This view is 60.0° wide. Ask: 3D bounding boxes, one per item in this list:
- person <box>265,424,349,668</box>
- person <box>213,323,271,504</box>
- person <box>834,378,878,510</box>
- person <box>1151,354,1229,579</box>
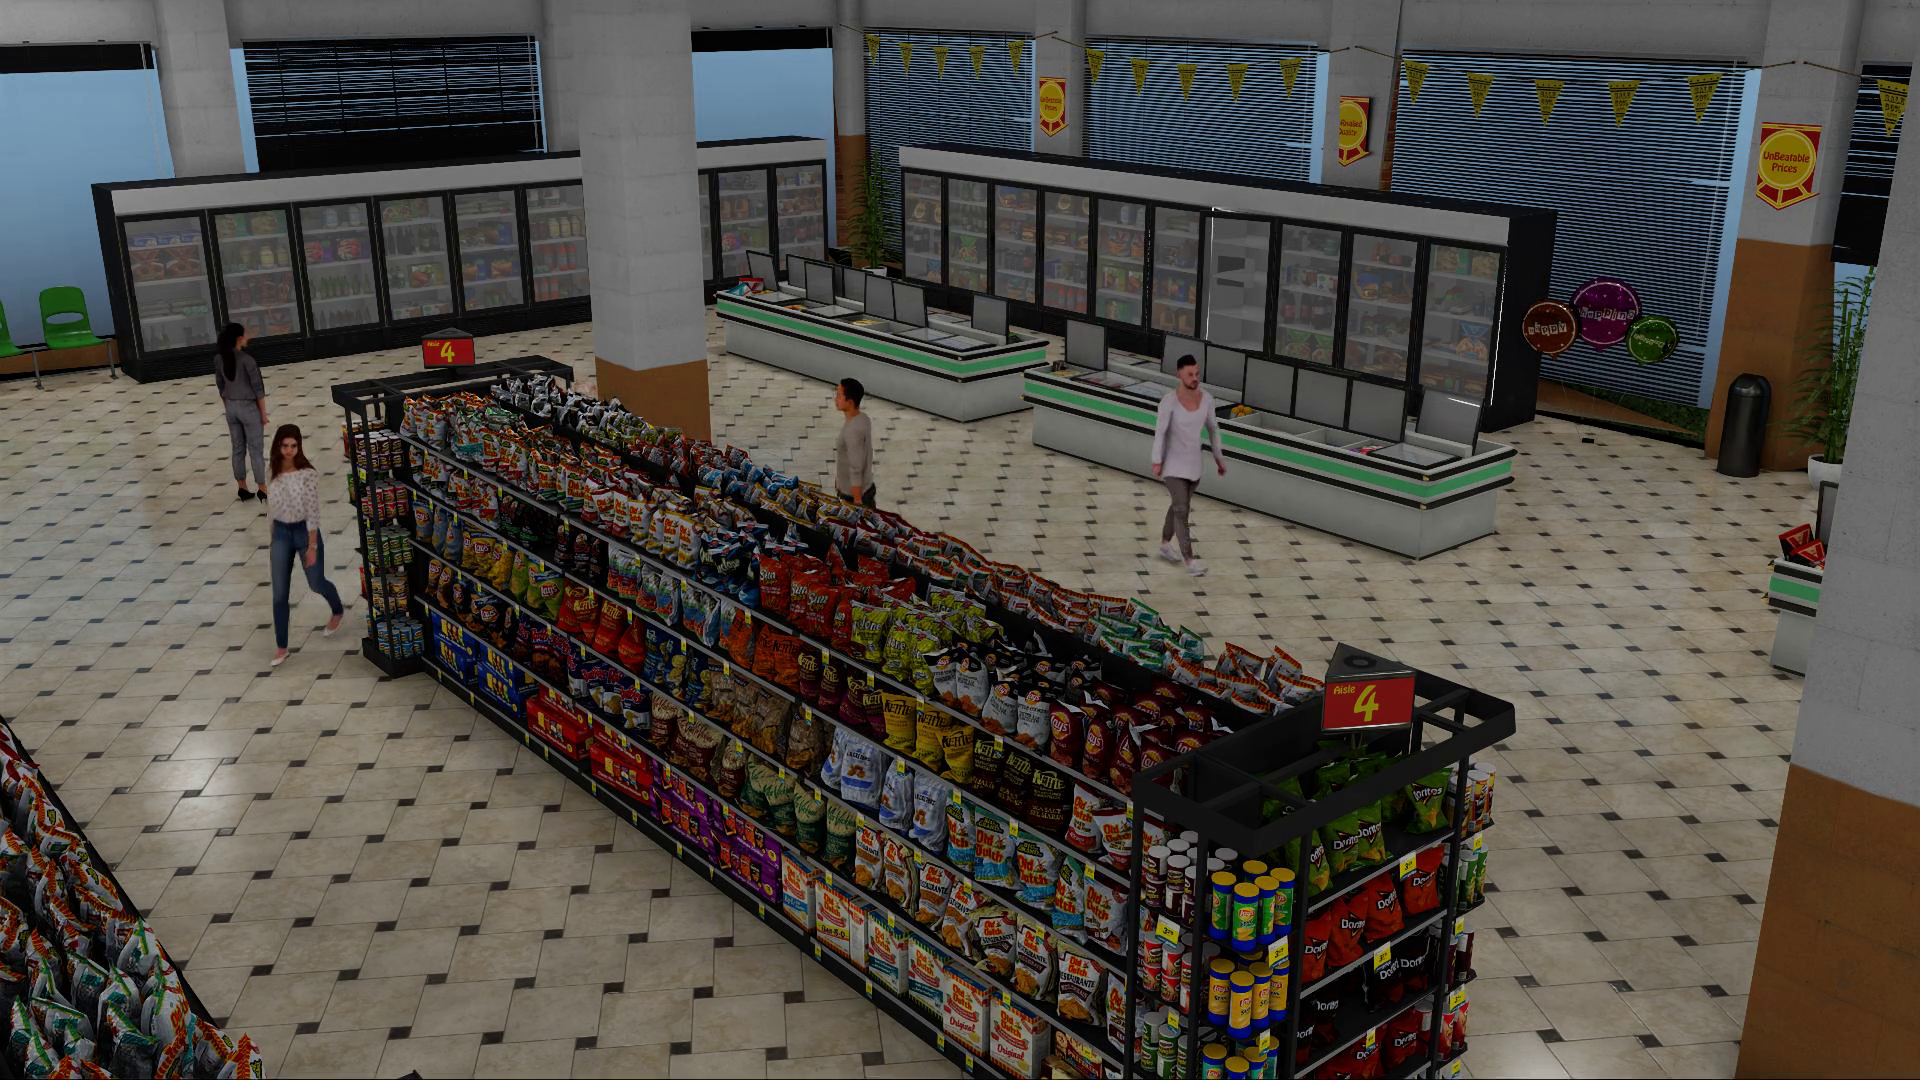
[{"bbox_3d":[-4.666,-0.008,11.863,1.059,1.687,1.111,3,19,9],"label":"person"},{"bbox_3d":[-6.596,-1.166,15.308,0.691,1.680,0.781,6,19,16],"label":"person"},{"bbox_3d":[-0.700,-0.361,12.772,1.196,1.776,1.112,2,19,7],"label":"person"},{"bbox_3d":[1.771,-0.630,13.548,0.785,1.789,1.140,-11,22,-30],"label":"person"}]
